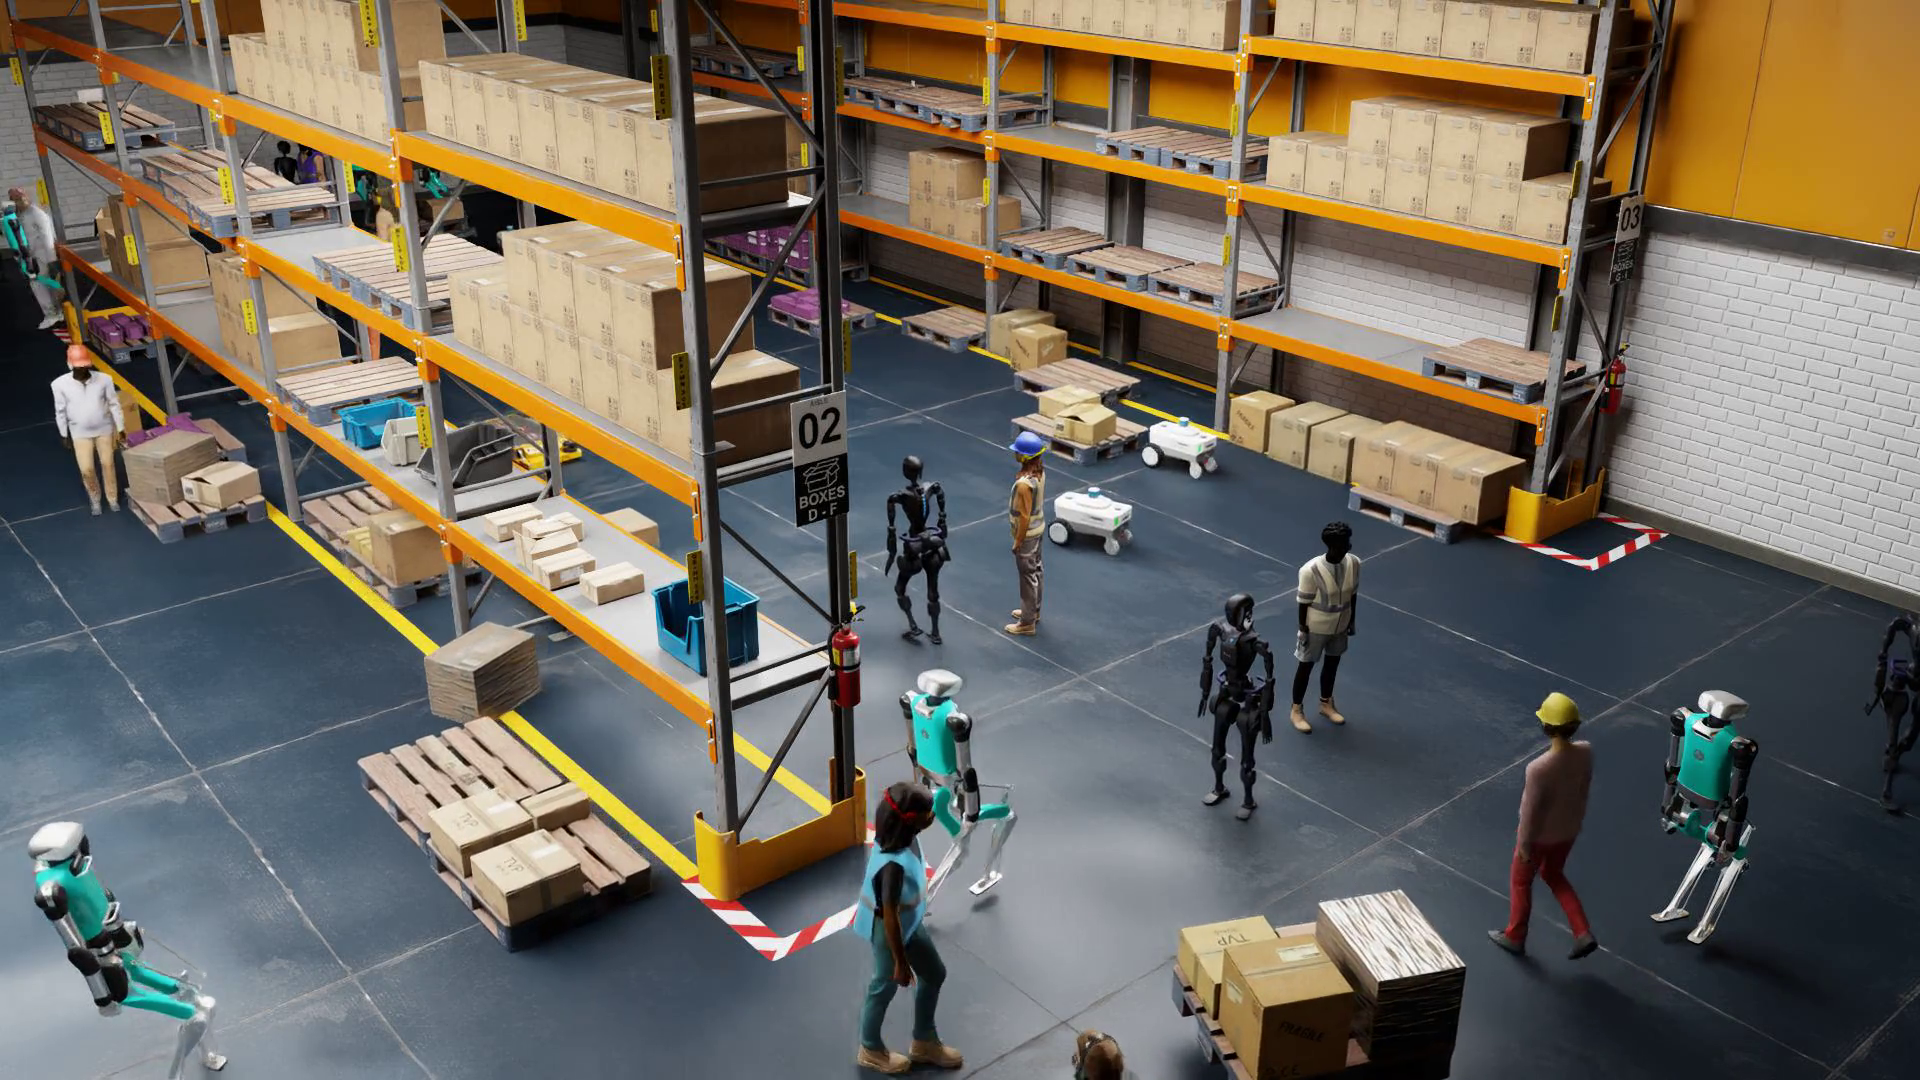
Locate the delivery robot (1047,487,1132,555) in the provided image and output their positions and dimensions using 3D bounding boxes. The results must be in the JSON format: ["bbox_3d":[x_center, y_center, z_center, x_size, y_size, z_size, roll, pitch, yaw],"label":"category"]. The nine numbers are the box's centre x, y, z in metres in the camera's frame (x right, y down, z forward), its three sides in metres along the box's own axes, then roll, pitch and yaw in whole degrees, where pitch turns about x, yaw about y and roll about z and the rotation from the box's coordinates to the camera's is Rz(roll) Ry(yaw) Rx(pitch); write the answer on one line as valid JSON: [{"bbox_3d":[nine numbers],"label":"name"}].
[{"bbox_3d":[1.236,-0.201,15.770,0.805,0.612,0.499,14,27,30],"label":"delivery robot"}]

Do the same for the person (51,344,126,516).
[{"bbox_3d":[-8.484,-1.075,16.276,0.589,1.732,0.482,-14,27,-29],"label":"person"}]

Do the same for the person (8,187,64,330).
[{"bbox_3d":[-12.521,-3.791,22.380,0.670,1.888,0.596,15,28,32],"label":"person"}]

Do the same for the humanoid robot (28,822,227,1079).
[{"bbox_3d":[-4.215,2.201,8.687,0.837,1.763,0.627,-5,24,-11],"label":"humanoid robot"}]

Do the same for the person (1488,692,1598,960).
[{"bbox_3d":[3.510,1.732,9.758,0.548,1.747,0.561,-12,26,-25],"label":"person"}]

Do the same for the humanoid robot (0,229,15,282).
[{"bbox_3d":[-14.504,-4.600,24.559,0.665,1.631,0.606,2,23,6],"label":"humanoid robot"}]

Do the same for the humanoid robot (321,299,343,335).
[{"bbox_3d":[-8.646,-3.523,22.063,0.655,1.621,0.615,15,28,31],"label":"humanoid robot"}]

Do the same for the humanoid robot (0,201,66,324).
[{"bbox_3d":[-12.362,-3.687,22.399,0.791,1.826,0.590,-20,30,-38],"label":"humanoid robot"}]

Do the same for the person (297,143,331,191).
[{"bbox_3d":[-10.266,-5.572,26.468,0.529,1.924,0.429,13,27,28],"label":"person"}]

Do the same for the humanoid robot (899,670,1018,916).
[{"bbox_3d":[0.019,1.529,10.250,0.542,1.738,1.014,21,31,40],"label":"humanoid robot"}]

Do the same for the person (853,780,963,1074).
[{"bbox_3d":[-0.252,2.087,8.817,0.716,1.842,0.593,4,24,9],"label":"person"}]

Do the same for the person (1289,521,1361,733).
[{"bbox_3d":[2.721,0.634,12.384,0.534,1.692,0.320,-10,25,-22],"label":"person"}]

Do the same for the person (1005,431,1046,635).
[{"bbox_3d":[0.551,-0.066,13.888,0.305,1.781,0.461,6,24,14],"label":"person"}]

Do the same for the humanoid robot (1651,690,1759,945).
[{"bbox_3d":[4.538,1.604,9.909,0.735,1.677,0.533,-13,27,-28],"label":"humanoid robot"}]

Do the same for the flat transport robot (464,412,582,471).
[{"bbox_3d":[-4.798,-1.087,18.162,0.659,0.231,1.431,-21,31,-39],"label":"flat transport robot"}]

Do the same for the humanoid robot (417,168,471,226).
[{"bbox_3d":[-8.682,-6.113,27.965,0.962,1.772,0.556,6,24,14],"label":"humanoid robot"}]

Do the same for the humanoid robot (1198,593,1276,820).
[{"bbox_3d":[1.887,1.109,11.300,0.615,1.653,0.305,20,31,39],"label":"humanoid robot"}]

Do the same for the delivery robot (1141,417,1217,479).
[{"bbox_3d":[2.354,-1.007,17.597,0.756,0.580,0.499,21,31,39],"label":"delivery robot"}]

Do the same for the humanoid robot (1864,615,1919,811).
[{"bbox_3d":[6.634,1.043,11.538,0.585,1.638,0.818,8,25,18],"label":"humanoid robot"}]

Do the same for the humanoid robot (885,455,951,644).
[{"bbox_3d":[-0.332,0.074,13.691,0.586,1.644,0.363,-14,27,-29],"label":"humanoid robot"}]

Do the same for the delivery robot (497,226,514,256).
[{"bbox_3d":[-6.975,-4.597,25.889,0.499,0.565,0.745,-10,25,-23],"label":"delivery robot"}]

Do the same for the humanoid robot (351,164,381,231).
[{"bbox_3d":[-9.769,-5.875,27.444,0.532,1.790,0.786,4,24,9],"label":"humanoid robot"}]

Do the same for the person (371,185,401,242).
[{"bbox_3d":[-7.728,-3.939,22.807,0.920,1.839,0.582,1,23,2],"label":"person"}]

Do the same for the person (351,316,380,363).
[{"bbox_3d":[-7.166,-2.727,20.082,0.501,1.759,0.338,14,27,30],"label":"person"}]

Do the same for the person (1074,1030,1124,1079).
[{"bbox_3d":[0.560,2.854,7.120,0.521,1.791,0.951,-11,26,-24],"label":"person"}]

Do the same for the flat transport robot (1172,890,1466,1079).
[{"bbox_3d":[1.883,2.790,9.183,0.659,0.231,1.431,-6,24,-13],"label":"flat transport robot"}]

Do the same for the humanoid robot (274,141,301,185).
[{"bbox_3d":[-10.783,-5.621,26.868,0.593,1.651,0.356,9,25,21],"label":"humanoid robot"}]
